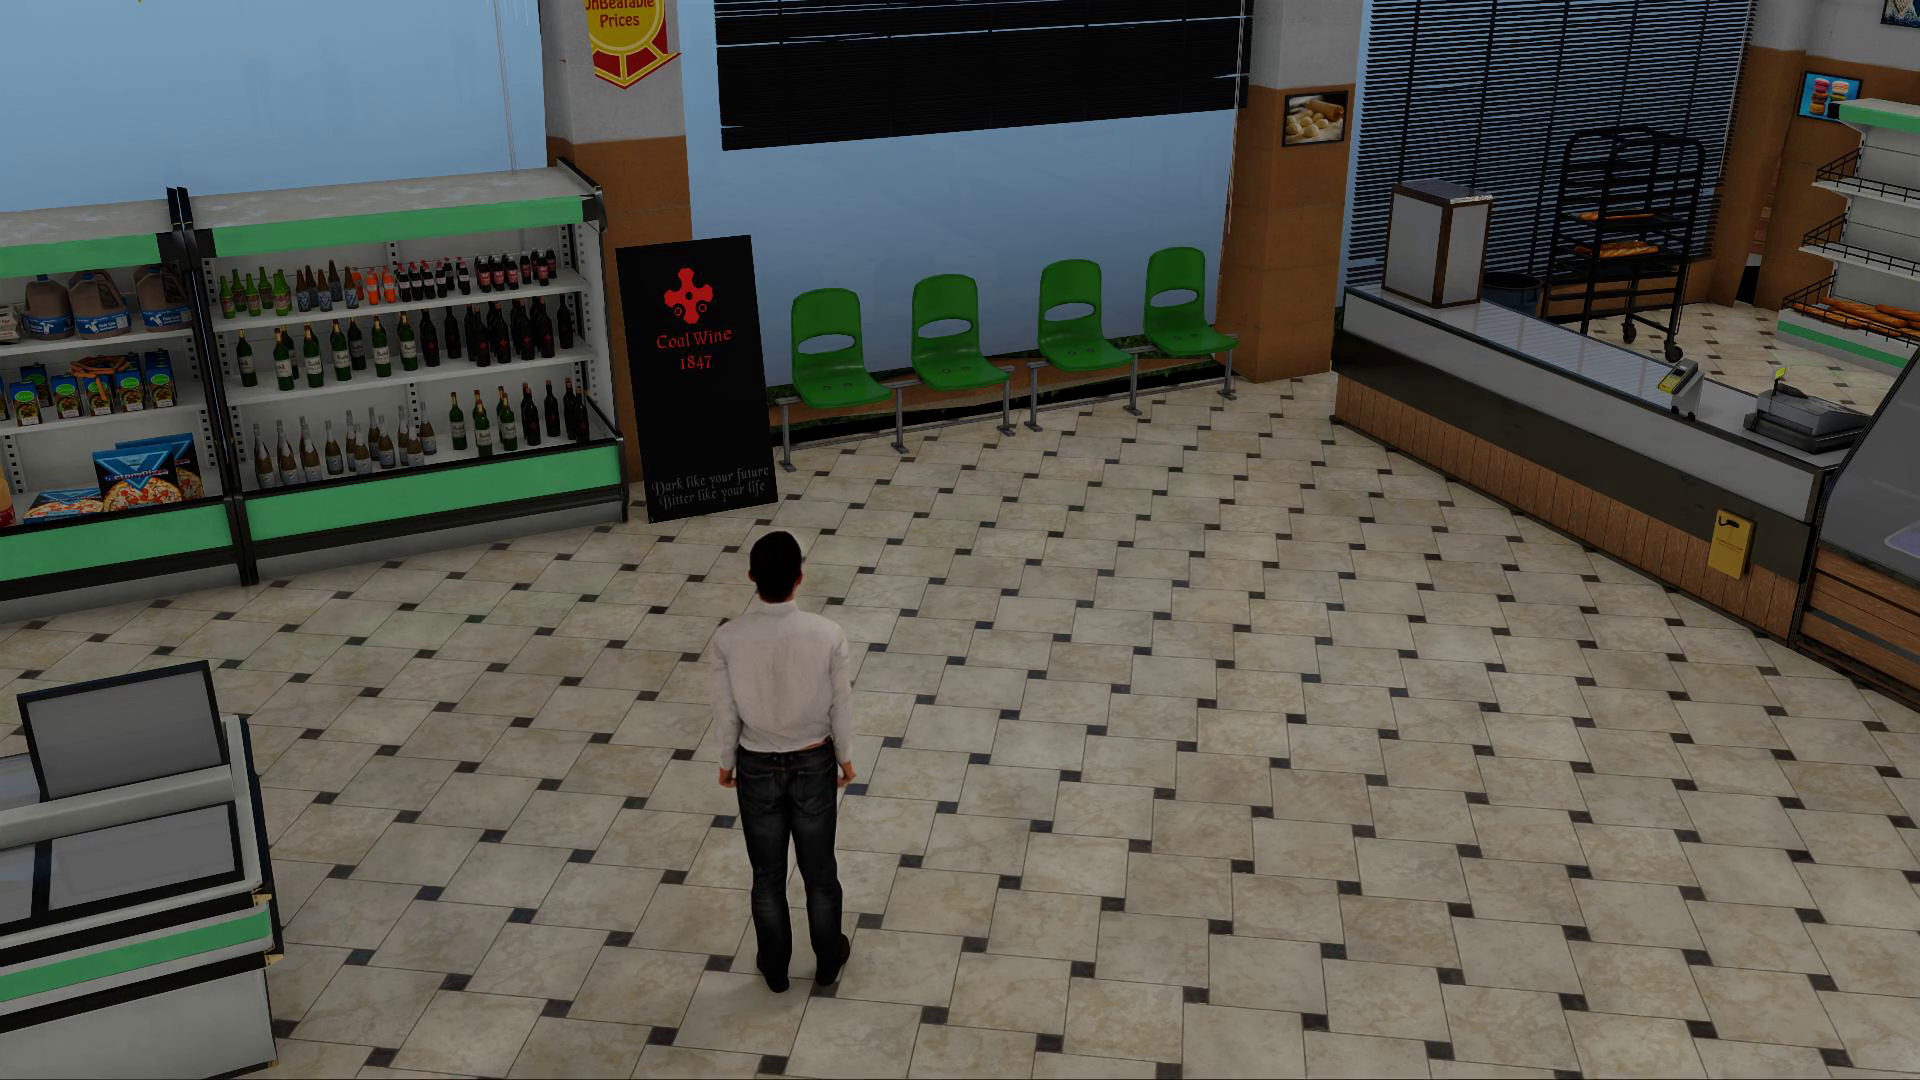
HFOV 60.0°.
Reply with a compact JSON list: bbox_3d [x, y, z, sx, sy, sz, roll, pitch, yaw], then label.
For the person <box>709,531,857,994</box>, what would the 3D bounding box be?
[{"bbox_3d":[-0.627,0.820,5.991,0.619,1.811,0.783,-2,24,-4],"label":"person"}]
